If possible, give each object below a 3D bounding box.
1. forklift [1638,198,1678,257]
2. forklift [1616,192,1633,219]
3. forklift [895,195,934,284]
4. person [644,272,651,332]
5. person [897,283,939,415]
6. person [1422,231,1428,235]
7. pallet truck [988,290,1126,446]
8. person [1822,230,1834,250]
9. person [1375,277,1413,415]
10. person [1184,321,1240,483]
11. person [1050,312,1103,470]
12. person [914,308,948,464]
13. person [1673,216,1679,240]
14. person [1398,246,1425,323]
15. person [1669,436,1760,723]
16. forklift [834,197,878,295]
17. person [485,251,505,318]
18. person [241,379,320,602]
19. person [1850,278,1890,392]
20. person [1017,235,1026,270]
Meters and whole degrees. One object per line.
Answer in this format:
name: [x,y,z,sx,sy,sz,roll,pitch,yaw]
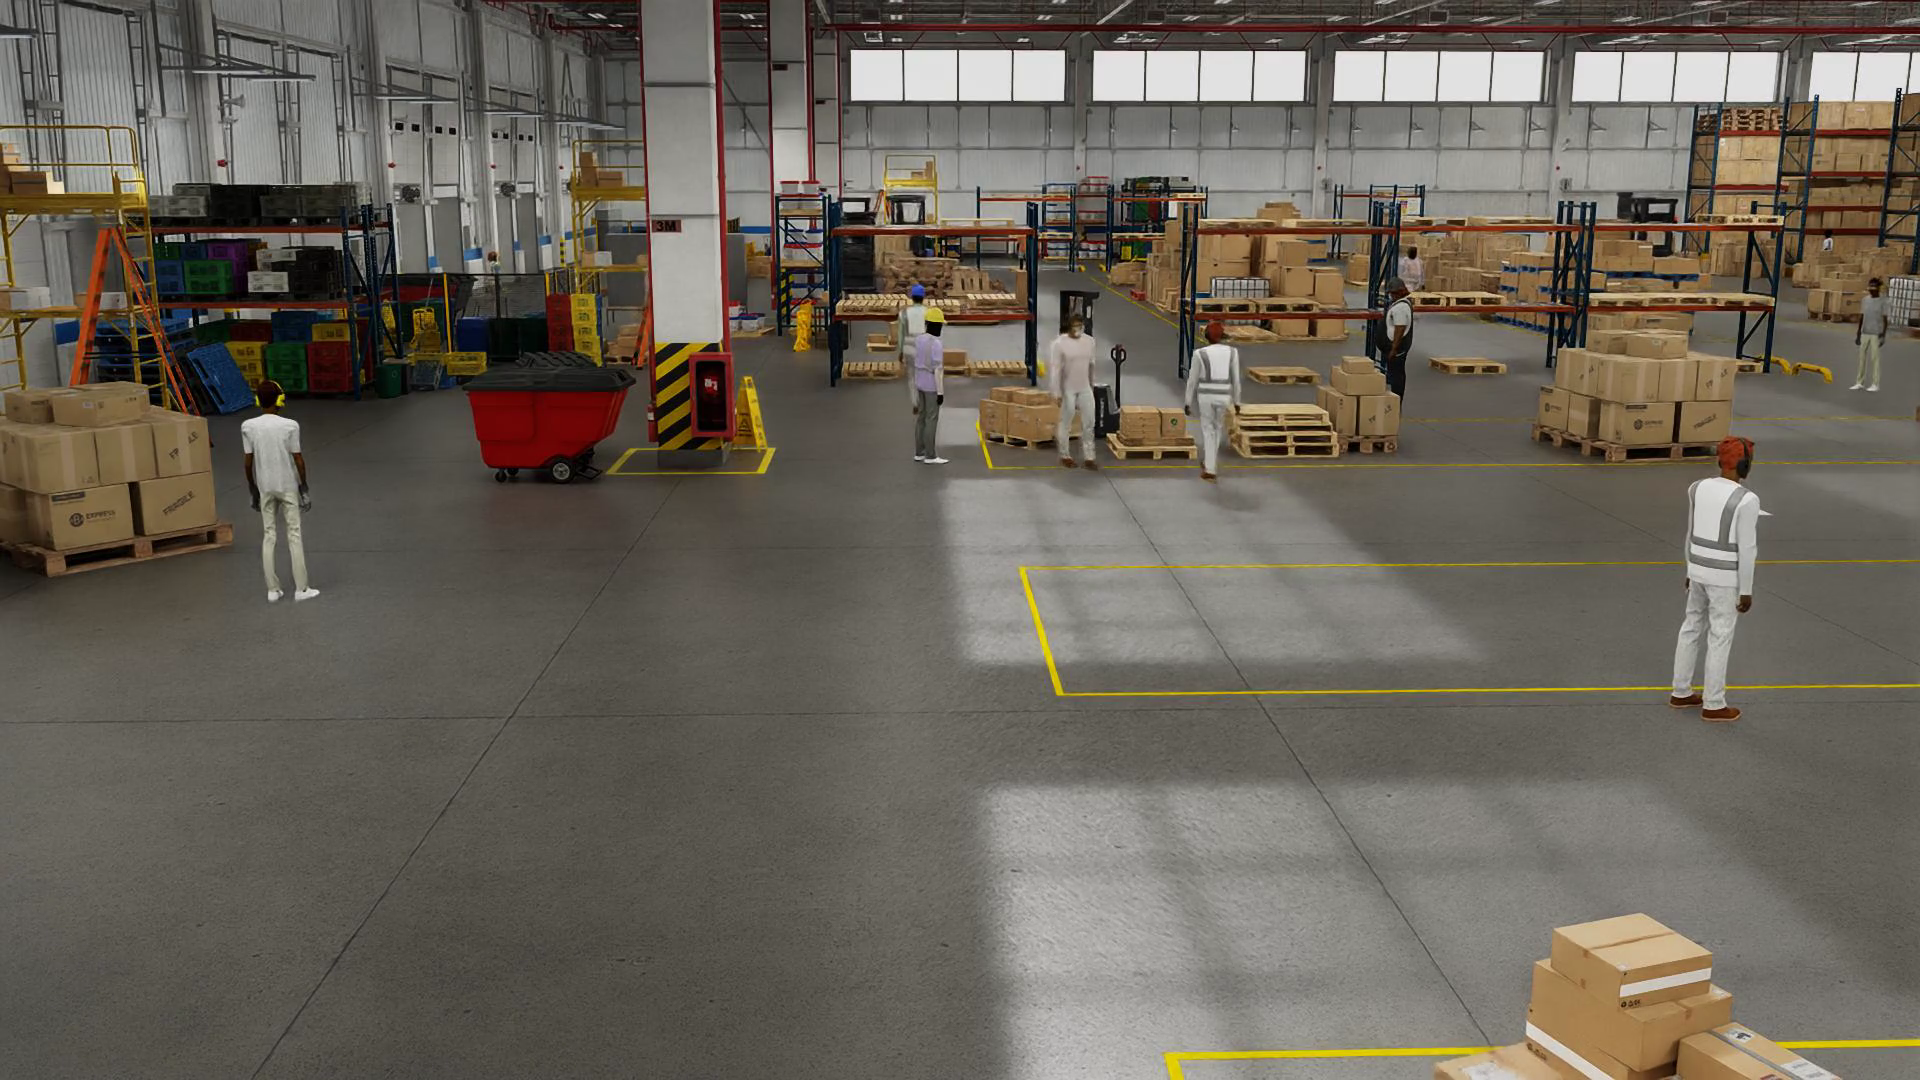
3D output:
forklift: [19.187,-8.016,45.914,1.129,2.768,1.873,0,12,-2]
forklift: [24.112,-11.266,60.588,1.873,2.768,1.129,8,15,33]
forklift: [-1.555,-9.617,53.143,1.129,2.768,1.873,3,13,14]
person: [-6.231,-4.828,33.751,0.686,1.897,0.604,7,14,28]
person: [-0.618,-2.819,24.598,0.635,1.928,0.447,1,13,6]
person: [16.322,-10.160,58.416,0.530,1.640,0.915,-4,13,-19]
pallet truck: [1.257,-2.299,22.111,1.885,1.965,0.823,-9,15,-35]
person: [28.387,-9.311,54.462,0.321,1.692,0.529,12,17,42]
person: [6.419,-2.884,24.653,0.535,2.000,0.674,5,13,21]
person: [2.904,-1.633,19.437,0.621,1.848,0.860,-4,13,-16]
person: [1.418,-1.766,19.899,0.666,1.904,0.855,-6,14,-27]
person: [-0.348,-1.890,20.445,0.390,1.921,0.583,-7,14,-29]
person: [26.601,-11.137,62.152,0.354,1.939,0.545,4,13,19]
person: [10.801,-6.150,39.945,0.622,1.813,0.920,-6,14,-25]
person: [4.955,0.251,10.886,0.353,1.877,0.573,-4,13,-18]
forklift: [-3.061,-8.503,48.113,1.129,2.768,1.873,-2,13,-10]
person: [-11.471,-6.270,40.877,0.523,1.631,0.323,11,17,41]
person: [-5.666,-0.403,13.853,0.509,1.868,0.328,0,12,-2]
person: [14.925,-3.363,27.238,0.332,1.859,0.528,-6,14,-25]
person: [2.227,-10.081,57.942,0.533,1.692,0.319,-3,13,-14]
